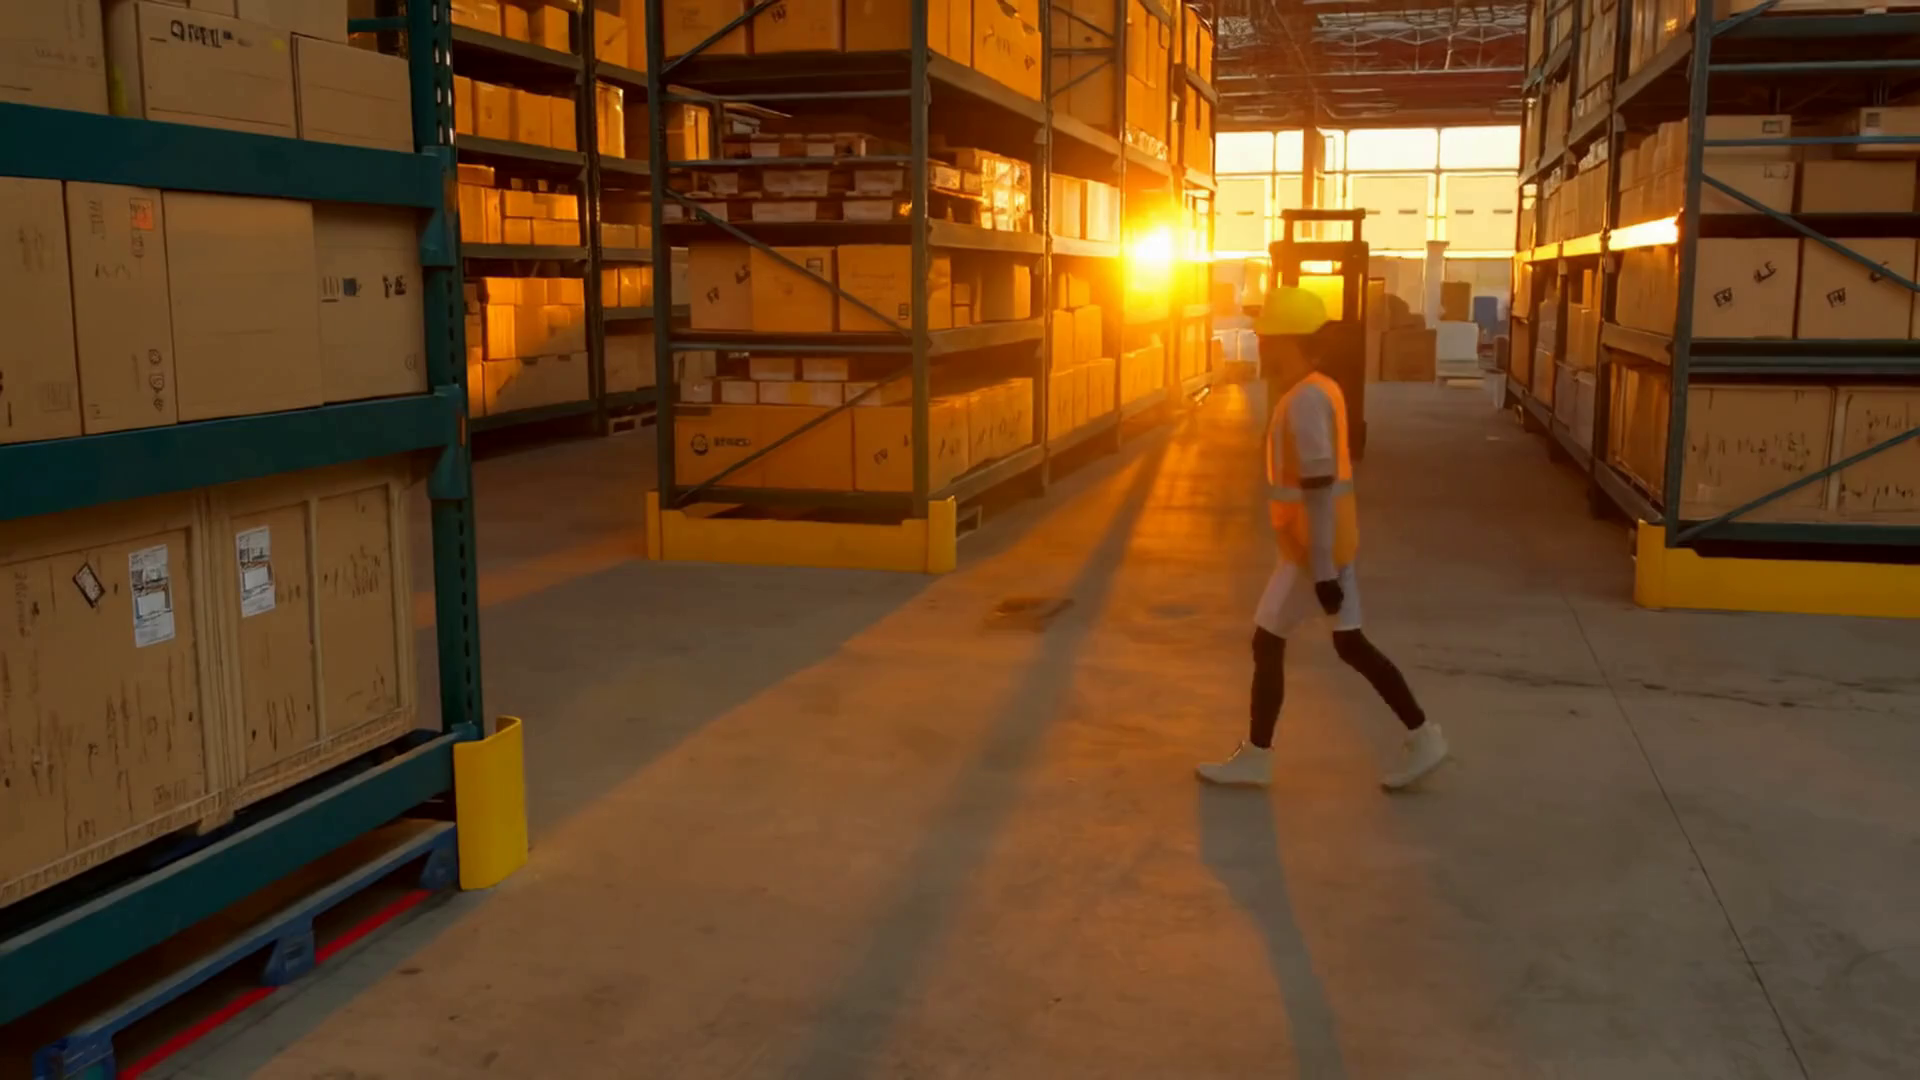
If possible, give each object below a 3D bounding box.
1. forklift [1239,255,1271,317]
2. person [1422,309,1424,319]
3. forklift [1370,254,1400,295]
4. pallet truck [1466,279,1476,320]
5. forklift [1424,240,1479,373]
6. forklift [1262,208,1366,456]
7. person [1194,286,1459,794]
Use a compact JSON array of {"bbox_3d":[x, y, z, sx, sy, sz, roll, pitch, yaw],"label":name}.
[{"bbox_3d":[10.342,-8.540,58.027,1.129,2.768,1.873,2,9,15],"label":"forklift"},{"bbox_3d":[14.093,-6.773,49.836,0.482,1.925,0.641,8,12,42],"label":"person"},{"bbox_3d":[14.380,-8.296,56.477,1.129,2.768,1.873,-2,9,-11],"label":"forklift"},{"bbox_3d":[18.896,-8.459,60.307,1.885,1.965,0.823,5,10,31],"label":"pallet truck"},{"bbox_3d":[10.071,-4.973,35.365,1.873,2.768,1.129,2,9,14],"label":"forklift"},{"bbox_3d":[4.202,-2.465,19.433,1.129,2.768,1.873,2,9,15],"label":"forklift"},{"bbox_3d":[1.475,0.020,6.461,0.990,2.007,0.614,4,10,22],"label":"person"}]
